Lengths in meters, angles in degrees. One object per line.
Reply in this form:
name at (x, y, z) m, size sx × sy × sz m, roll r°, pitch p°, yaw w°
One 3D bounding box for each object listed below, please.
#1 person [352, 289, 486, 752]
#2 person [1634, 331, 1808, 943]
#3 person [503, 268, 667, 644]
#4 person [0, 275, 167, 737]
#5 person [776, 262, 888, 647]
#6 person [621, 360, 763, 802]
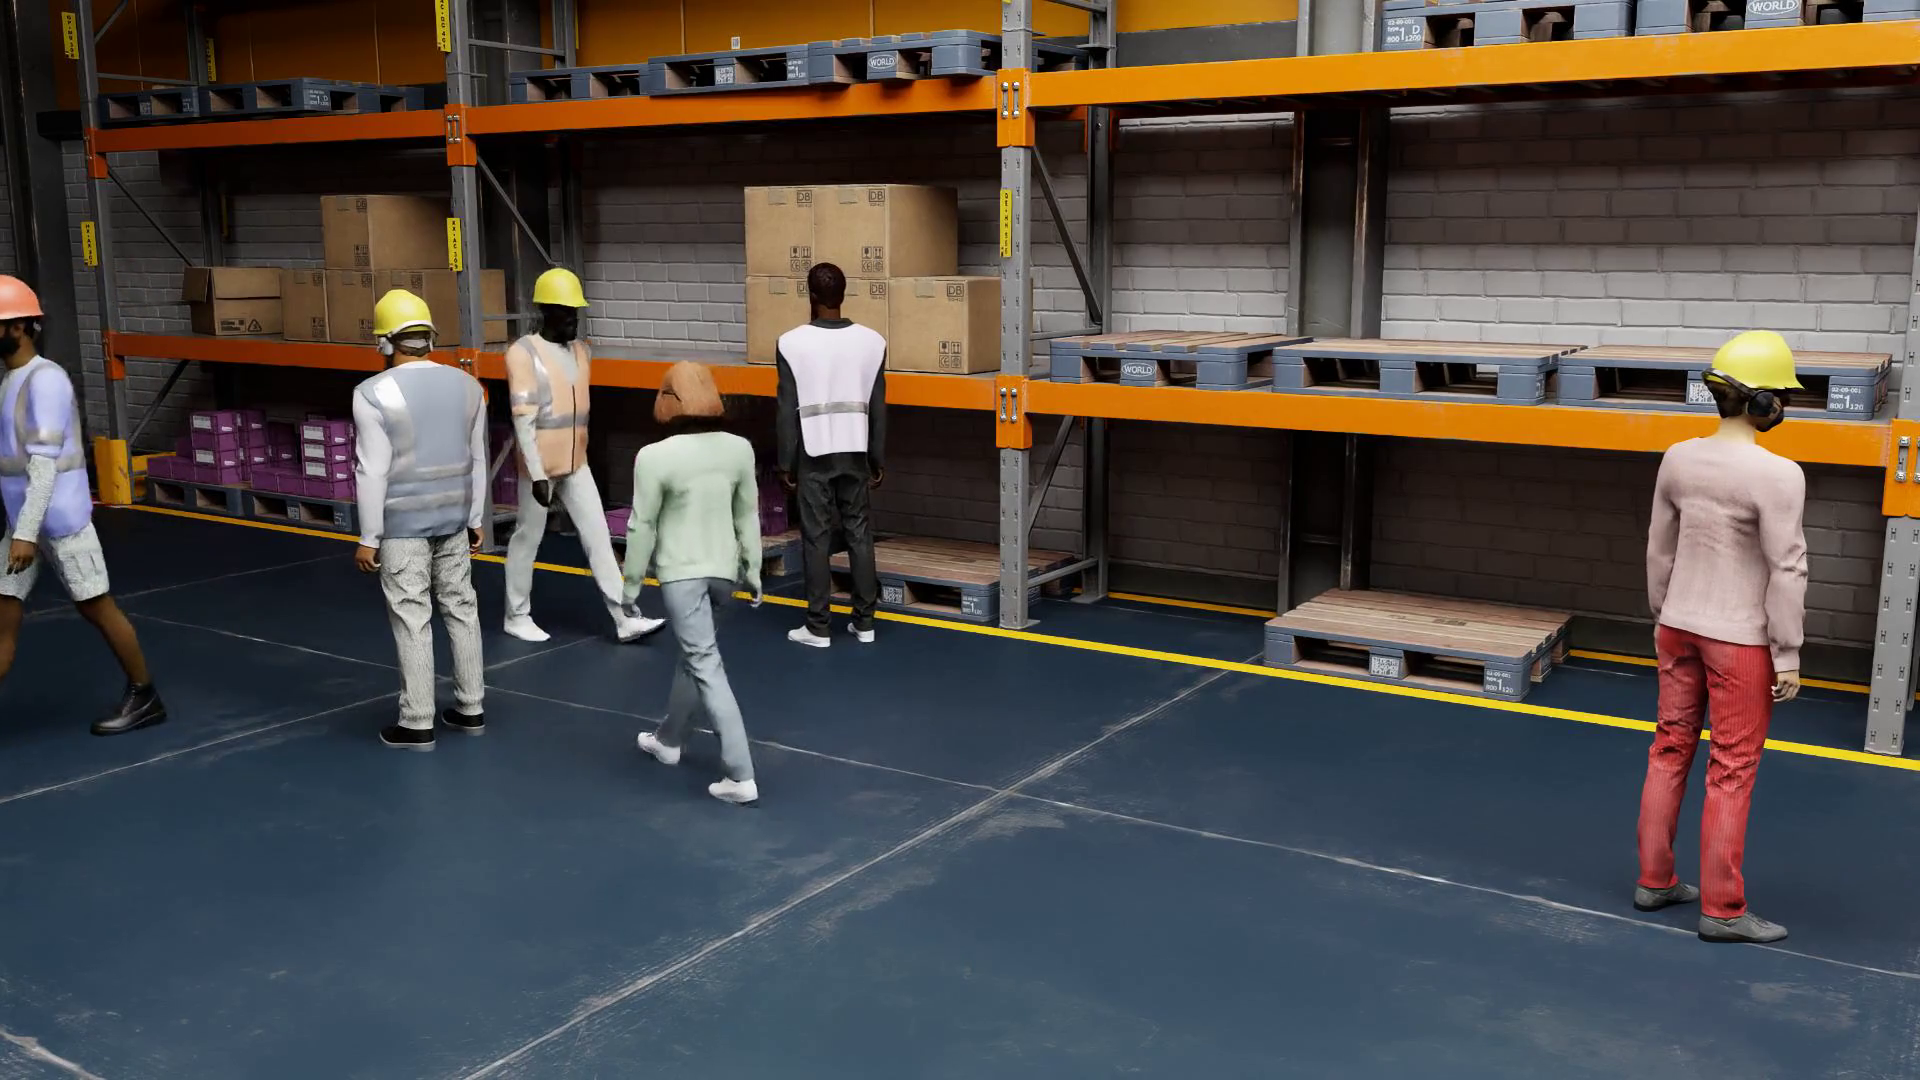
person at (-2.159, -0.076, 6.636) m, size 0.403 × 1.827 × 0.600 m, roll 7°, pitch 12°, yaw 35°
person at (2.233, 0.280, 4.842) m, size 0.317 × 1.767 × 0.534 m, roll -4°, pitch 11°, yaw -20°
person at (-1.942, -0.385, 8.214) m, size 0.977 × 1.875 × 0.612 m, roll 6°, pitch 12°, yaw 31°
person at (-3.666, -0.088, 6.546) m, size 0.568 × 1.884 × 0.989 m, roll 9°, pitch 13°, yaw 39°
person at (-0.630, -0.421, 8.326) m, size 0.591 × 1.912 × 0.383 m, roll -5°, pitch 11°, yaw -26°
person at (-0.995, 0.135, 6.131) m, size 0.515 × 1.582 × 0.847 m, roll -10°, pitch 14°, yaw -44°
